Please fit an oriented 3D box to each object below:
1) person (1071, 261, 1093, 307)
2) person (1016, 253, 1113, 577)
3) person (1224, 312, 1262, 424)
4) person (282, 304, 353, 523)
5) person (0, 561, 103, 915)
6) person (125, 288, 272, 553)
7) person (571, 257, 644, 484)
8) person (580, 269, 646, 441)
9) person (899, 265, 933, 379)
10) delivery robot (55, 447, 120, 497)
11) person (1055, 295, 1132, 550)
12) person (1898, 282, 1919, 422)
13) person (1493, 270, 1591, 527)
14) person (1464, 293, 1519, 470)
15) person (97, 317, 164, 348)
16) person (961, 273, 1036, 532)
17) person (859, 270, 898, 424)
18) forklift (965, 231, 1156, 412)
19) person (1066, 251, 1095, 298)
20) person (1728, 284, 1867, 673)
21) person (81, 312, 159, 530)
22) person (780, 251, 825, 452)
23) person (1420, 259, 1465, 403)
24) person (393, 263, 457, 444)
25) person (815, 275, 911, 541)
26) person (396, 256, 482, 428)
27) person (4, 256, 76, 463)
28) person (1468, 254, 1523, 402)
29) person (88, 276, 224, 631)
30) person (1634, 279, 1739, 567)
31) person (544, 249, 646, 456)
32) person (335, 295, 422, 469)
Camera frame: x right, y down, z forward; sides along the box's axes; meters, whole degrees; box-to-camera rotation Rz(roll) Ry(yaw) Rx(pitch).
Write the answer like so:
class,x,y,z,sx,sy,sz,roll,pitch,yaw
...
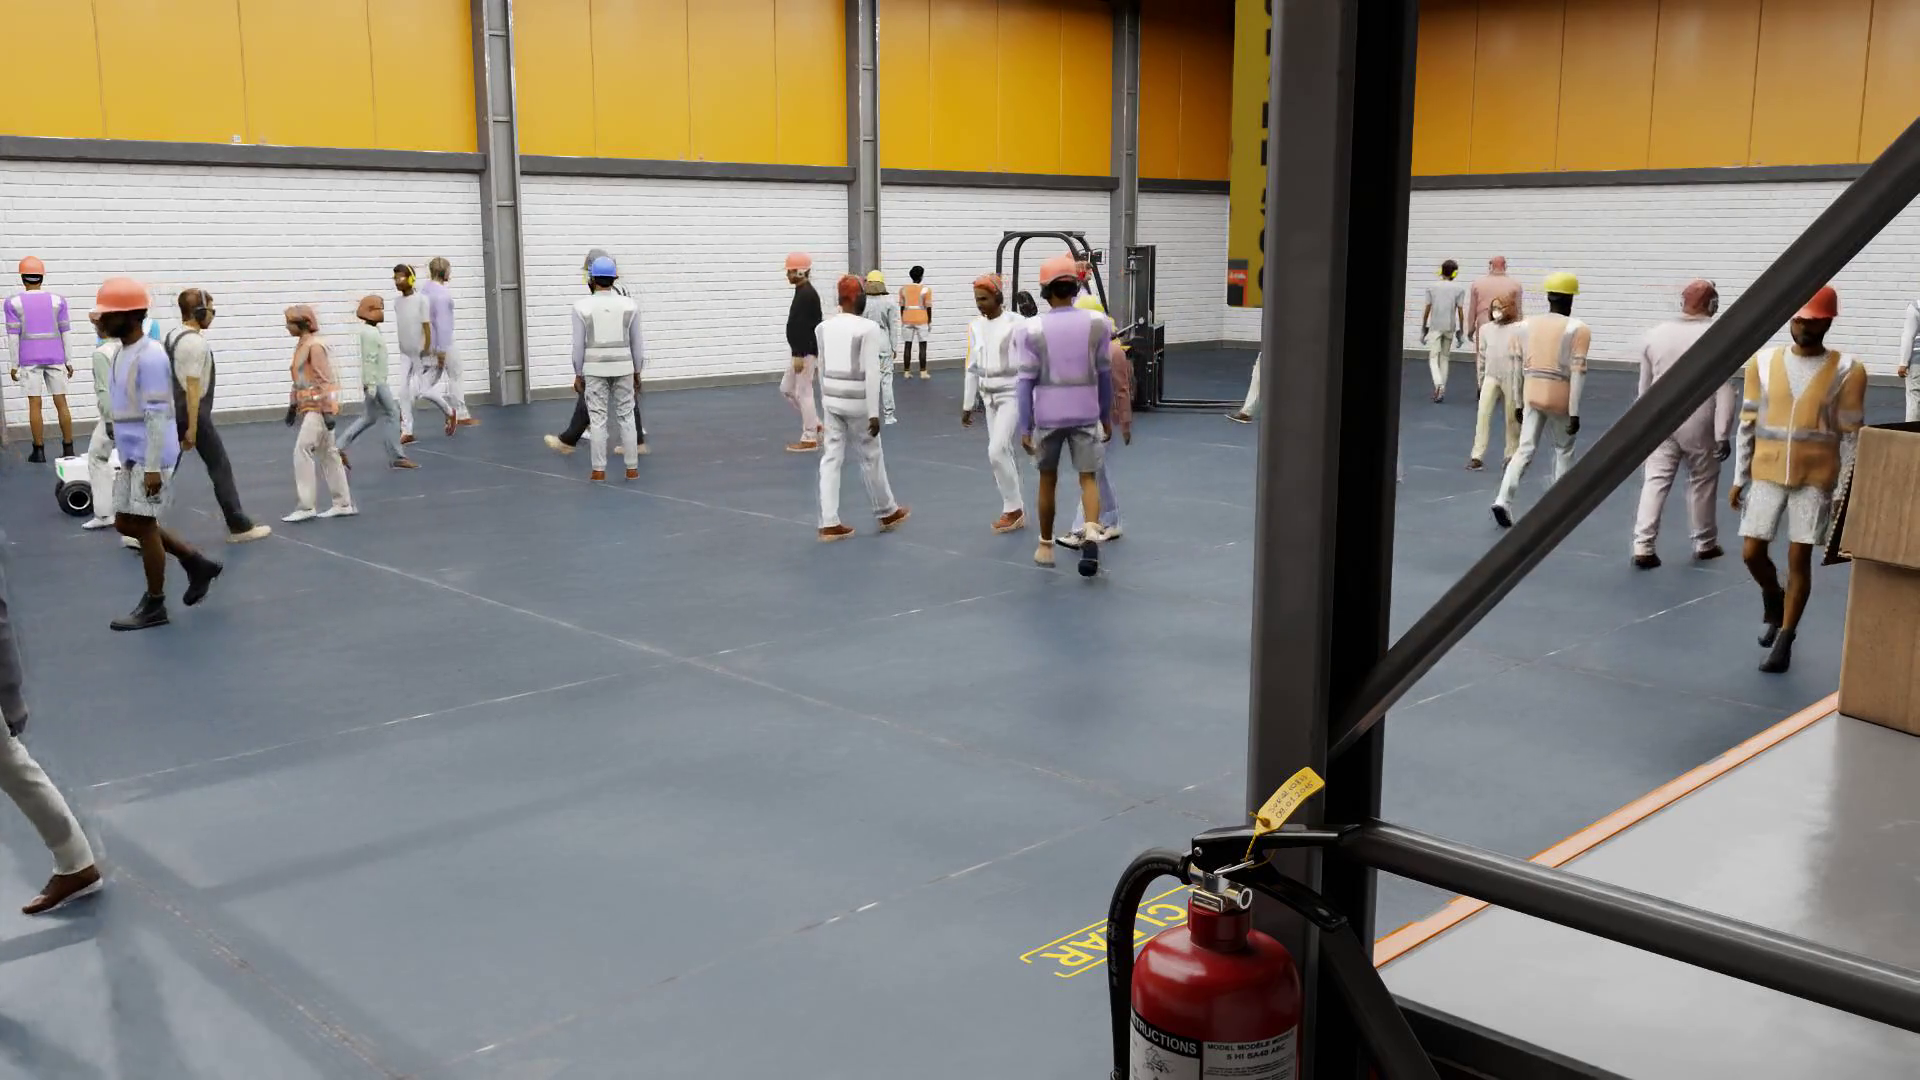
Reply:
class,x,y,z,sx,sy,sz,roll,pitch,yaw
person,1.363,-2.323,19.367,0.390,1.838,0.563,-3,11,-18
person,0.668,-0.779,10.447,0.643,2.021,0.845,-1,10,-4
person,3.405,-2.188,18.621,0.788,1.836,0.559,-3,11,-14
person,-4.898,-0.942,12.427,0.648,1.615,0.527,-6,12,-29
person,-3.042,0.442,4.963,0.516,1.580,0.902,8,13,36
person,-5.258,-0.806,11.270,0.532,1.792,1.002,8,13,38
person,-3.035,-1.455,14.330,0.608,1.946,0.406,-4,11,-19
person,-3.675,-1.937,17.186,0.994,1.866,0.614,-9,14,-40
person,-0.656,-3.226,24.697,0.542,1.692,0.319,3,11,18
delivery robot,-6.605,-0.542,12.901,0.707,0.478,0.477,-6,12,-30
person,0.864,-0.794,11.337,0.520,1.716,0.871,10,14,44
person,9.596,-1.790,16.502,0.596,1.826,0.403,-2,11,-9
person,4.288,-1.030,12.203,0.963,1.890,0.595,-9,14,-41
person,4.857,-1.411,15.016,0.517,1.598,0.767,9,13,39
person,-7.608,-1.493,15.270,0.558,1.677,0.559,-3,11,-17
person,0.267,-0.977,11.957,0.539,1.860,0.619,-8,13,-39
person,-0.942,-2.179,18.853,0.492,1.741,0.306,1,10,3
forklift,1.222,-2.721,20.561,2.313,2.155,1.214,2,11,13
person,1.477,-2.783,21.596,0.542,1.939,0.368,5,11,24
person,4.103,-0.315,8.176,0.572,1.926,0.500,8,13,38
person,-6.146,-0.870,12.041,0.626,1.616,0.518,2,11,10
person,-1.567,-1.850,16.404,0.432,1.982,0.618,-2,11,-13
person,6.186,-2.674,21.312,0.526,1.830,0.745,2,11,9
person,-5.567,-1.923,17.152,0.518,1.852,0.747,5,11,25
person,-0.706,-0.944,11.815,0.611,1.844,0.923,7,12,33
person,-5.804,-2.165,18.328,0.916,1.914,0.633,-8,13,-38
person,-8.660,-1.696,15.668,0.543,1.939,0.361,-8,13,-37
person,6.864,-2.714,21.329,0.662,1.889,0.416,5,12,26
person,-4.393,-0.475,9.071,0.547,1.918,0.566,10,14,42
person,4.690,-0.749,10.745,0.980,1.860,0.659,-10,14,-44
person,-3.539,-1.830,16.124,0.965,2.000,0.693,1,10,7
person,-5.371,-1.428,15.117,0.769,1.602,0.507,-4,11,-21
